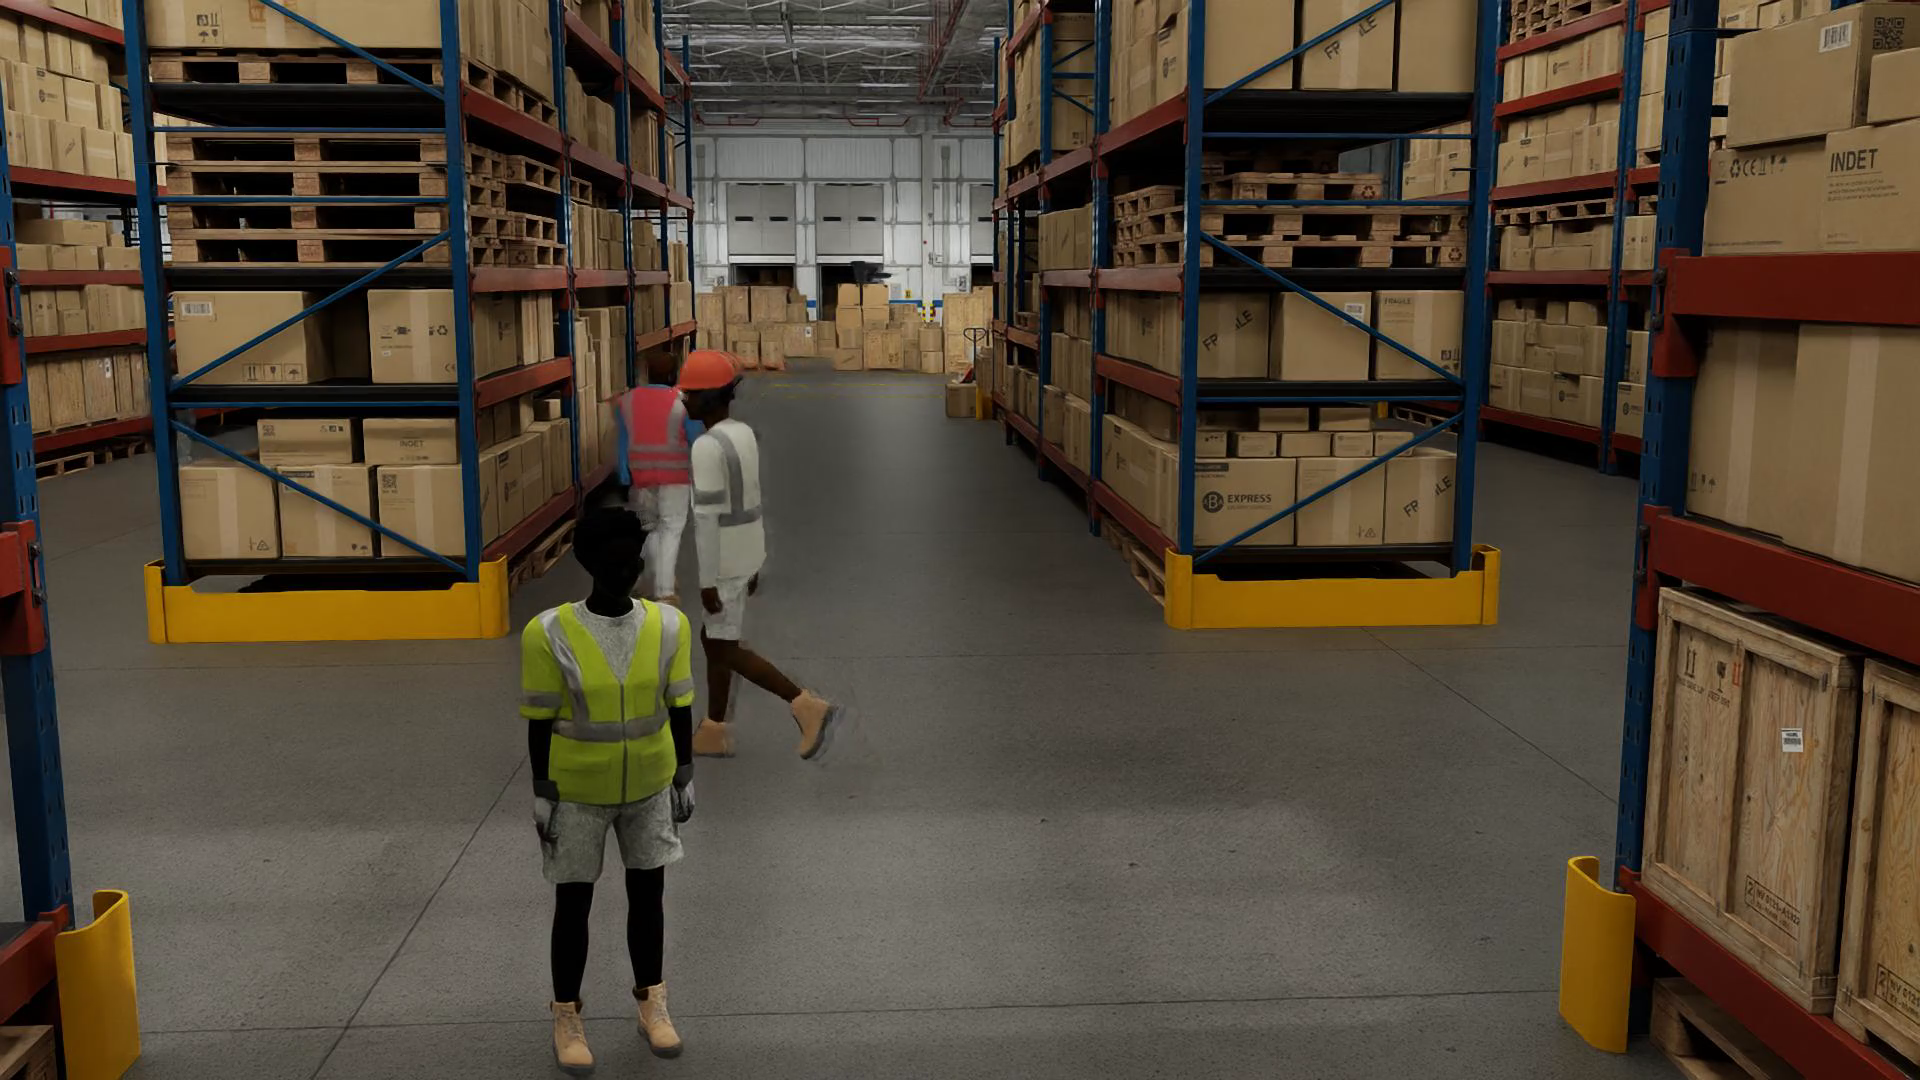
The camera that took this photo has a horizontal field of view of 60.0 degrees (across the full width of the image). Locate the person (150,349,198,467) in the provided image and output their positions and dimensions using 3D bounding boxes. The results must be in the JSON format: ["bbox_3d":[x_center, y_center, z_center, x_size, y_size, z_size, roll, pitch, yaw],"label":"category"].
[{"bbox_3d":[-8.020,-1.138,16.971,0.548,1.609,0.546,1,9,9],"label":"person"}]

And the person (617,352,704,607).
[{"bbox_3d":[-2.067,-0.439,11.940,0.656,1.810,0.831,3,9,16],"label":"person"}]

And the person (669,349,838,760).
[{"bbox_3d":[-1.018,0.102,7.928,0.837,2.020,0.615,2,9,10],"label":"person"}]

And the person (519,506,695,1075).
[{"bbox_3d":[-1.035,0.732,4.961,0.535,1.694,0.319,-5,10,-28],"label":"person"}]

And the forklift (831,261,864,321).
[{"bbox_3d":[-3.331,-7.829,54.991,1.873,2.768,1.129,-1,9,-4],"label":"forklift"}]

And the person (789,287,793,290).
[{"bbox_3d":[-5.957,-7.928,58.571,0.552,1.933,0.368,-4,10,-25],"label":"person"}]
